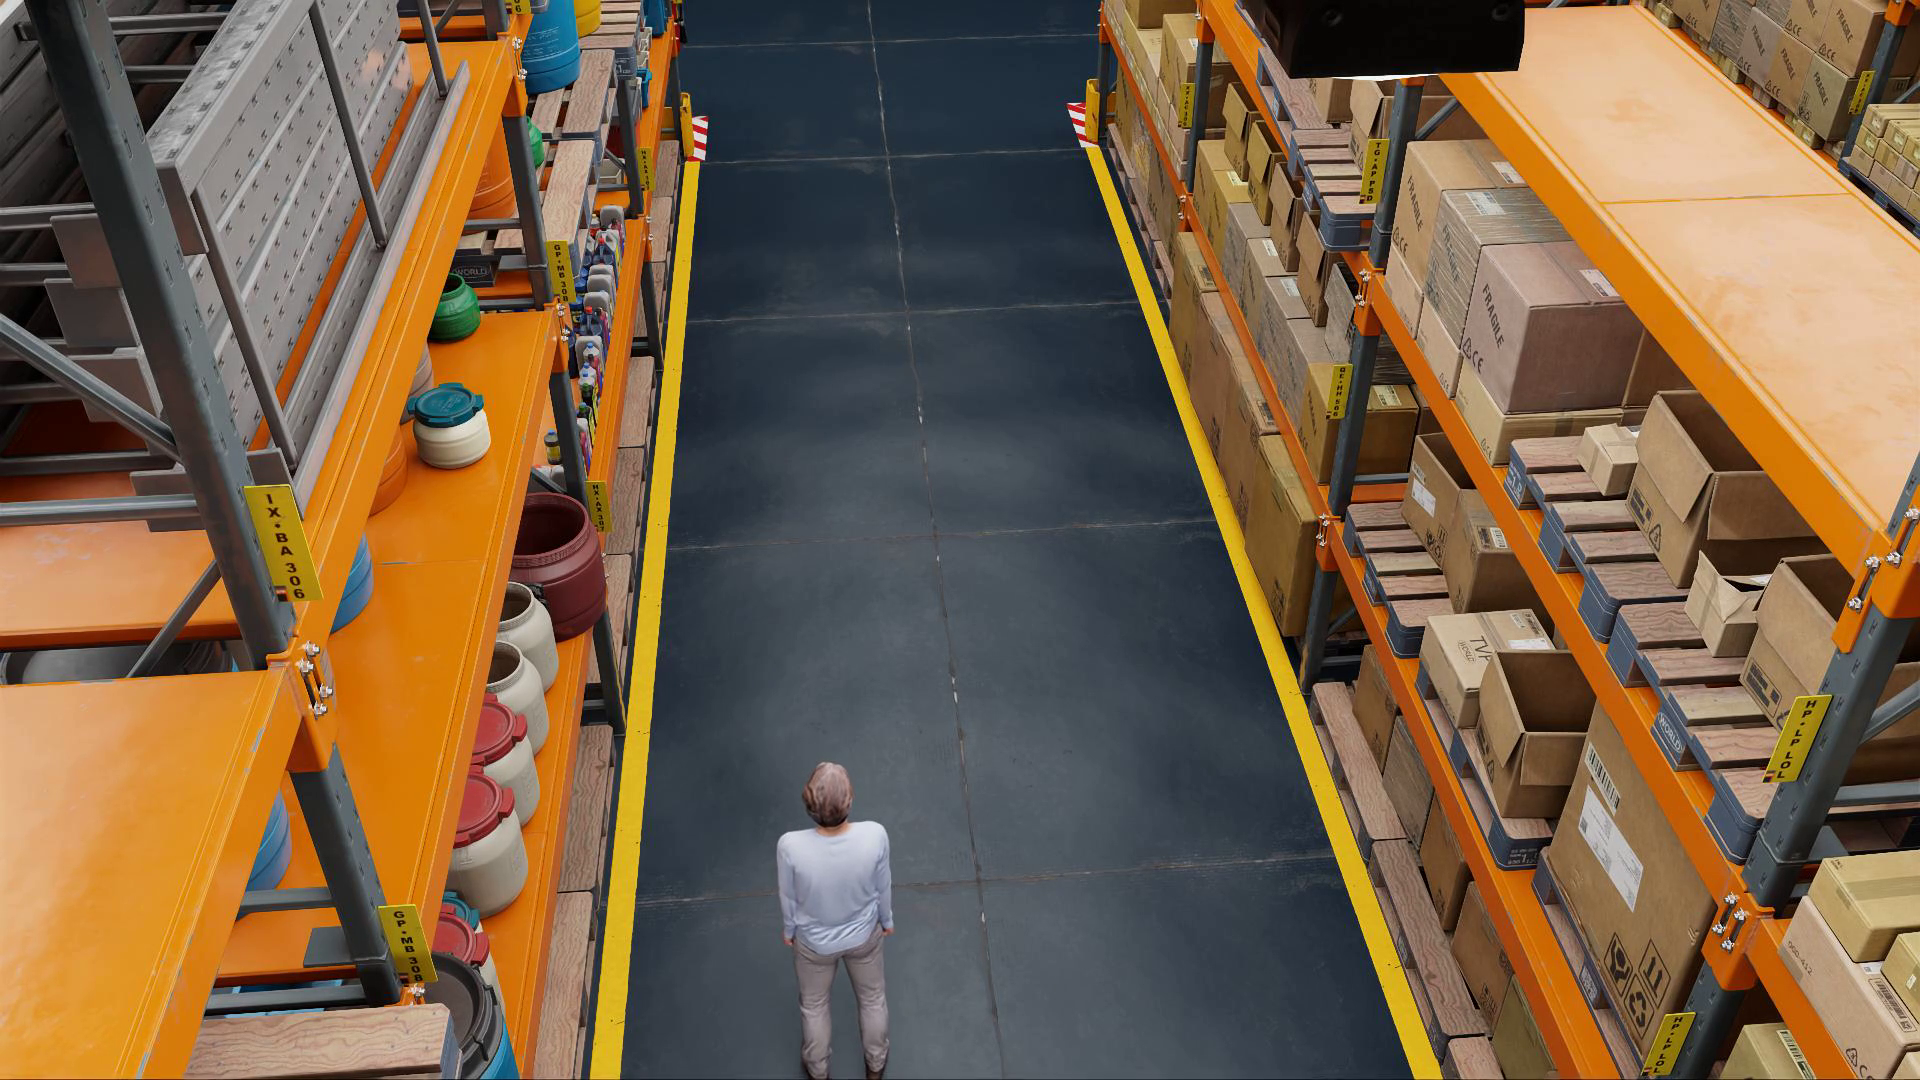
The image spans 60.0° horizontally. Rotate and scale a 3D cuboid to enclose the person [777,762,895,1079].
[{"bbox_3d":[-0.527,1.703,7.214,0.656,1.889,0.573,-6,38,-8],"label":"person"}]
